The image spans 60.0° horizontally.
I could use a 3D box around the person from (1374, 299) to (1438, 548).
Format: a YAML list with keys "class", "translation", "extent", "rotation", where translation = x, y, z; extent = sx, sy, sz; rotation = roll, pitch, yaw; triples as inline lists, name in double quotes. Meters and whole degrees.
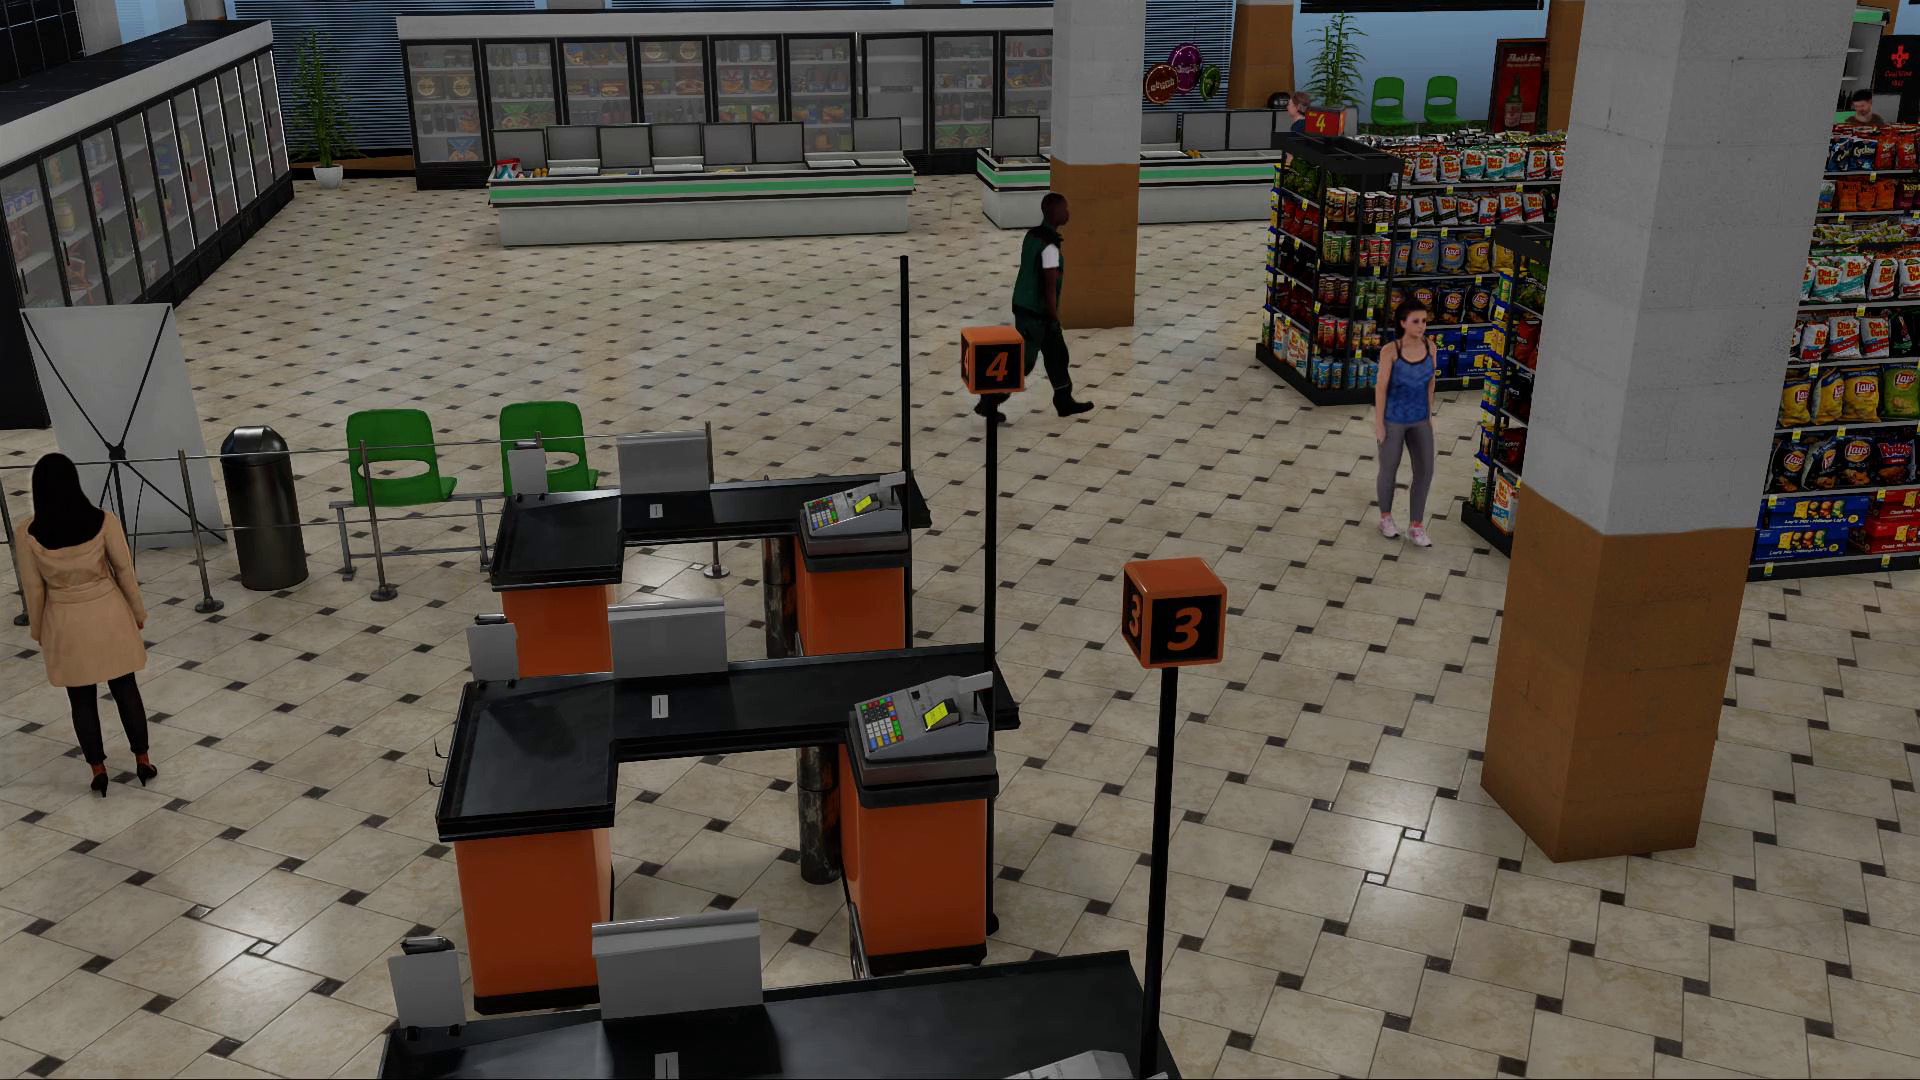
- class: "person"
  translation: [2.838, -0.779, 10.734]
  extent: [0.660, 1.594, 0.643]
  rotation: [-4, 22, -9]

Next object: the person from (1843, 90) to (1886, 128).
- class: "person"
  translation: [10.082, -4.107, 18.667]
  extent: [0.510, 1.856, 0.948]
  rotation: [-9, 24, -22]

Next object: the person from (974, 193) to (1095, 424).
- class: "person"
  translation: [0.502, -1.745, 12.876]
  extent: [1.198, 1.790, 0.712]
  rotation: [-5, 22, -13]

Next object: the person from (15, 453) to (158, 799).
- class: "person"
  translation: [-4.024, 0.401, 7.681]
  extent: [0.582, 1.682, 0.759]
  rotation: [-12, 25, -27]

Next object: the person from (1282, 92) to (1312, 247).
- class: "person"
  translation: [3.762, -3.956, 18.286]
  extent: [0.864, 1.860, 0.816]
  rotation: [6, 23, 15]
